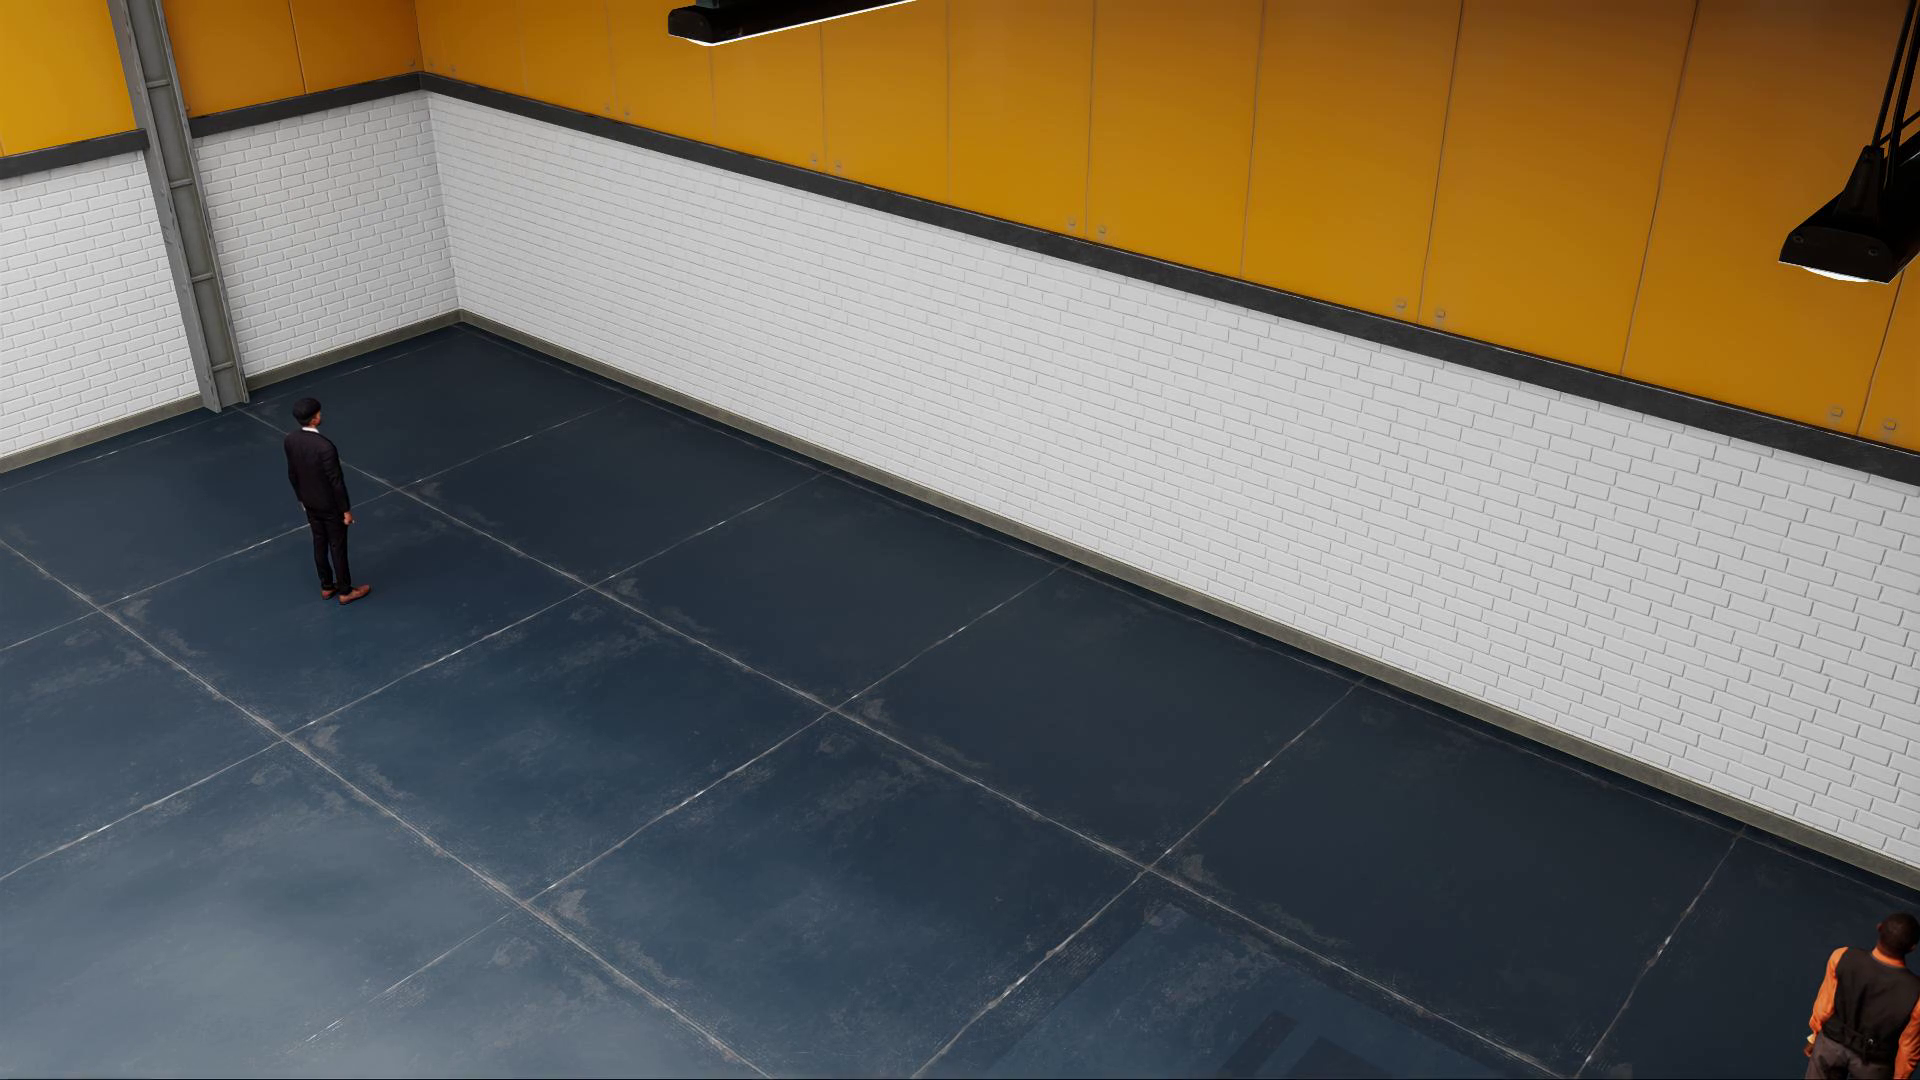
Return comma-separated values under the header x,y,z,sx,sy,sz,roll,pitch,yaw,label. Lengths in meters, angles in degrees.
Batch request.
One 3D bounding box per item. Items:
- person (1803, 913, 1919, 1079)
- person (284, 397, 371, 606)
x,y,z,sx,sy,sz,roll,pitch,yaw,label
4.661,2.701,8.658,0.620,1.908,0.703,-26,38,-38,person
-5.473,-0.340,14.262,0.754,1.881,0.649,13,31,22,person
